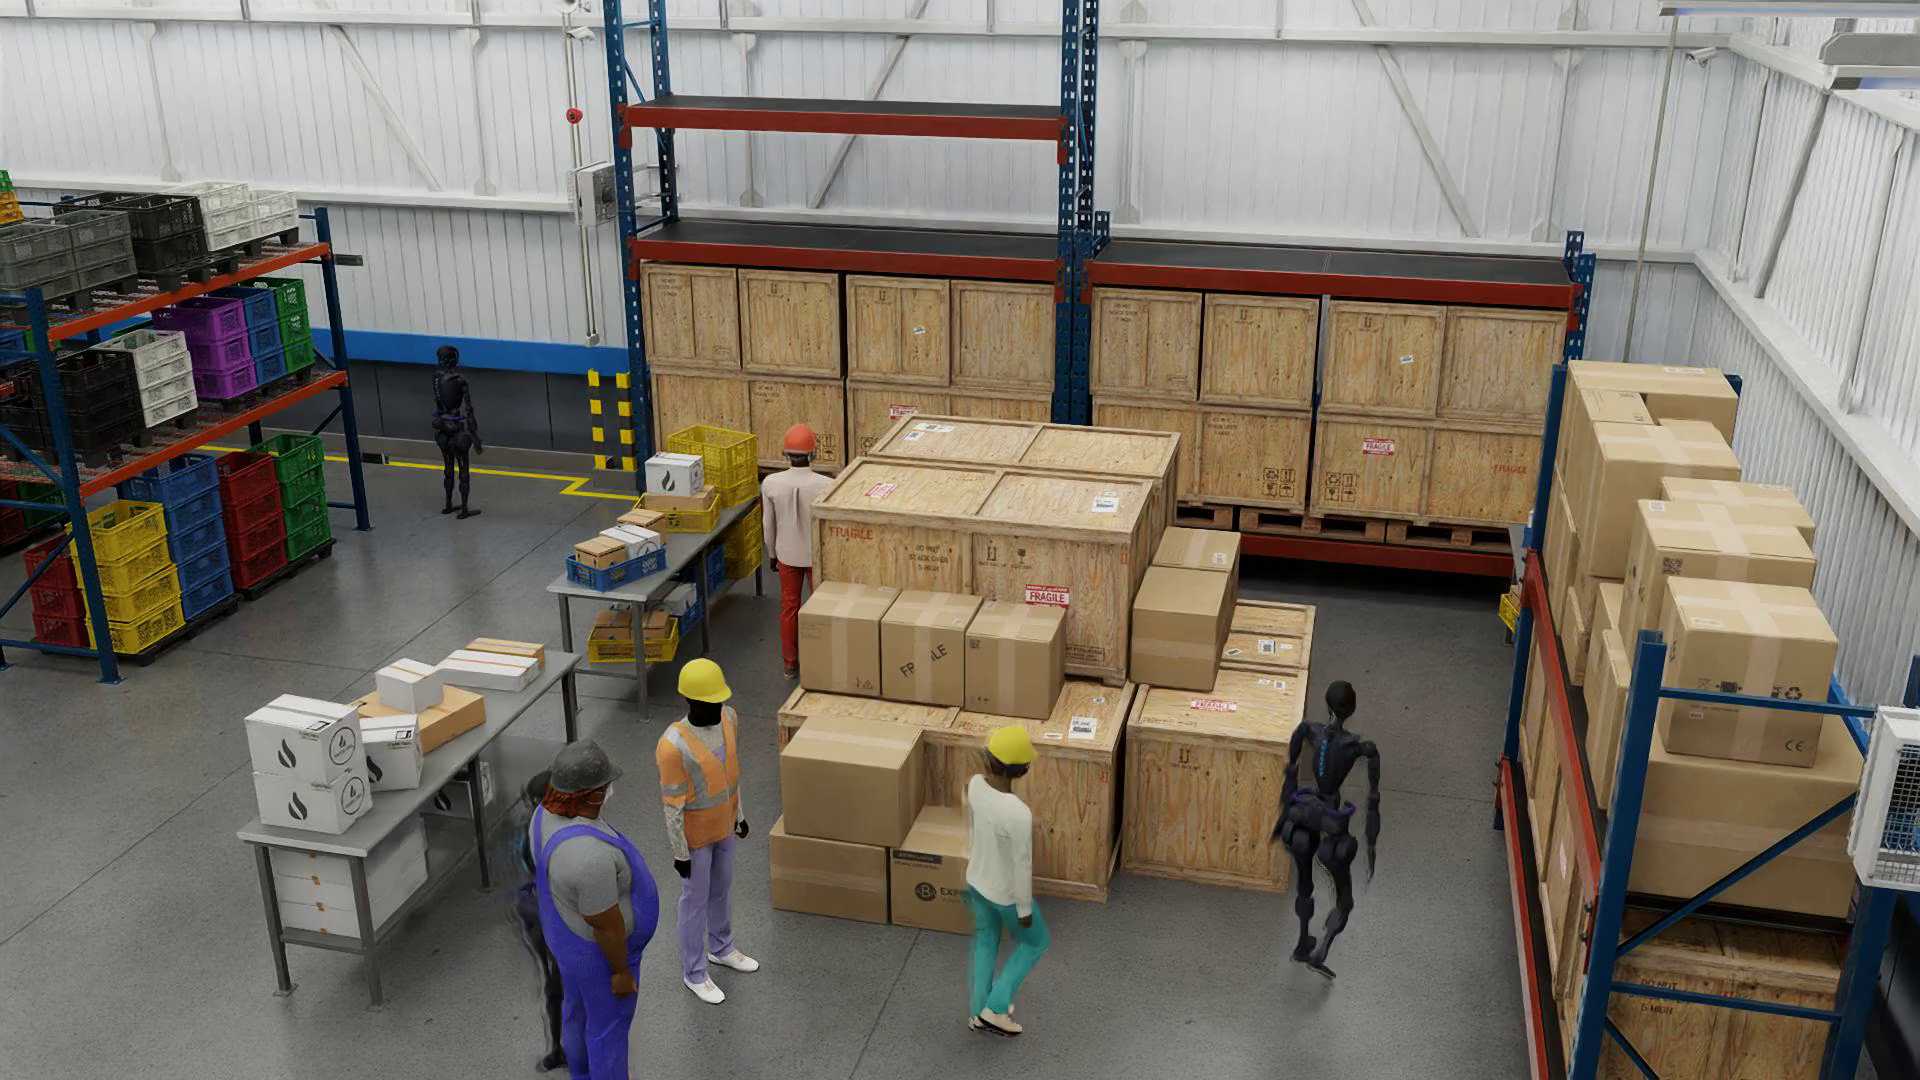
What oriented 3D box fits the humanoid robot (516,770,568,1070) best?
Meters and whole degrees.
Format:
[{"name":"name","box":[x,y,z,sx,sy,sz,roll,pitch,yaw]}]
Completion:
[{"name":"humanoid robot","box":[-1.942,1.865,8.198,0.432,1.651,0.591,-16,26,-37]}]

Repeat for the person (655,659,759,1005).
[{"name":"person","box":[-1.326,1.507,8.782,0.360,1.927,0.586,11,23,26]}]

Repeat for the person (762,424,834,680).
[{"name":"person","box":[-1.148,0.105,12.354,0.610,1.997,0.376,3,21,9]}]

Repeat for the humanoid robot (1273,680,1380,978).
[{"name":"humanoid robot","box":[1.949,1.565,8.992,0.617,1.636,0.522,16,26,35]}]

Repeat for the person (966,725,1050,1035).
[{"name":"person","box":[0.234,1.736,8.427,0.376,1.749,0.538,-14,25,-31]}]

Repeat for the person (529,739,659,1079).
[{"name":"person","box":[-1.667,1.836,7.764,0.538,2.000,0.682,-14,25,-33]}]

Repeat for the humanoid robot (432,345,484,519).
[{"name":"humanoid robot","box":[-4.795,-1.038,15.790,0.566,1.653,0.343,16,26,37]}]
